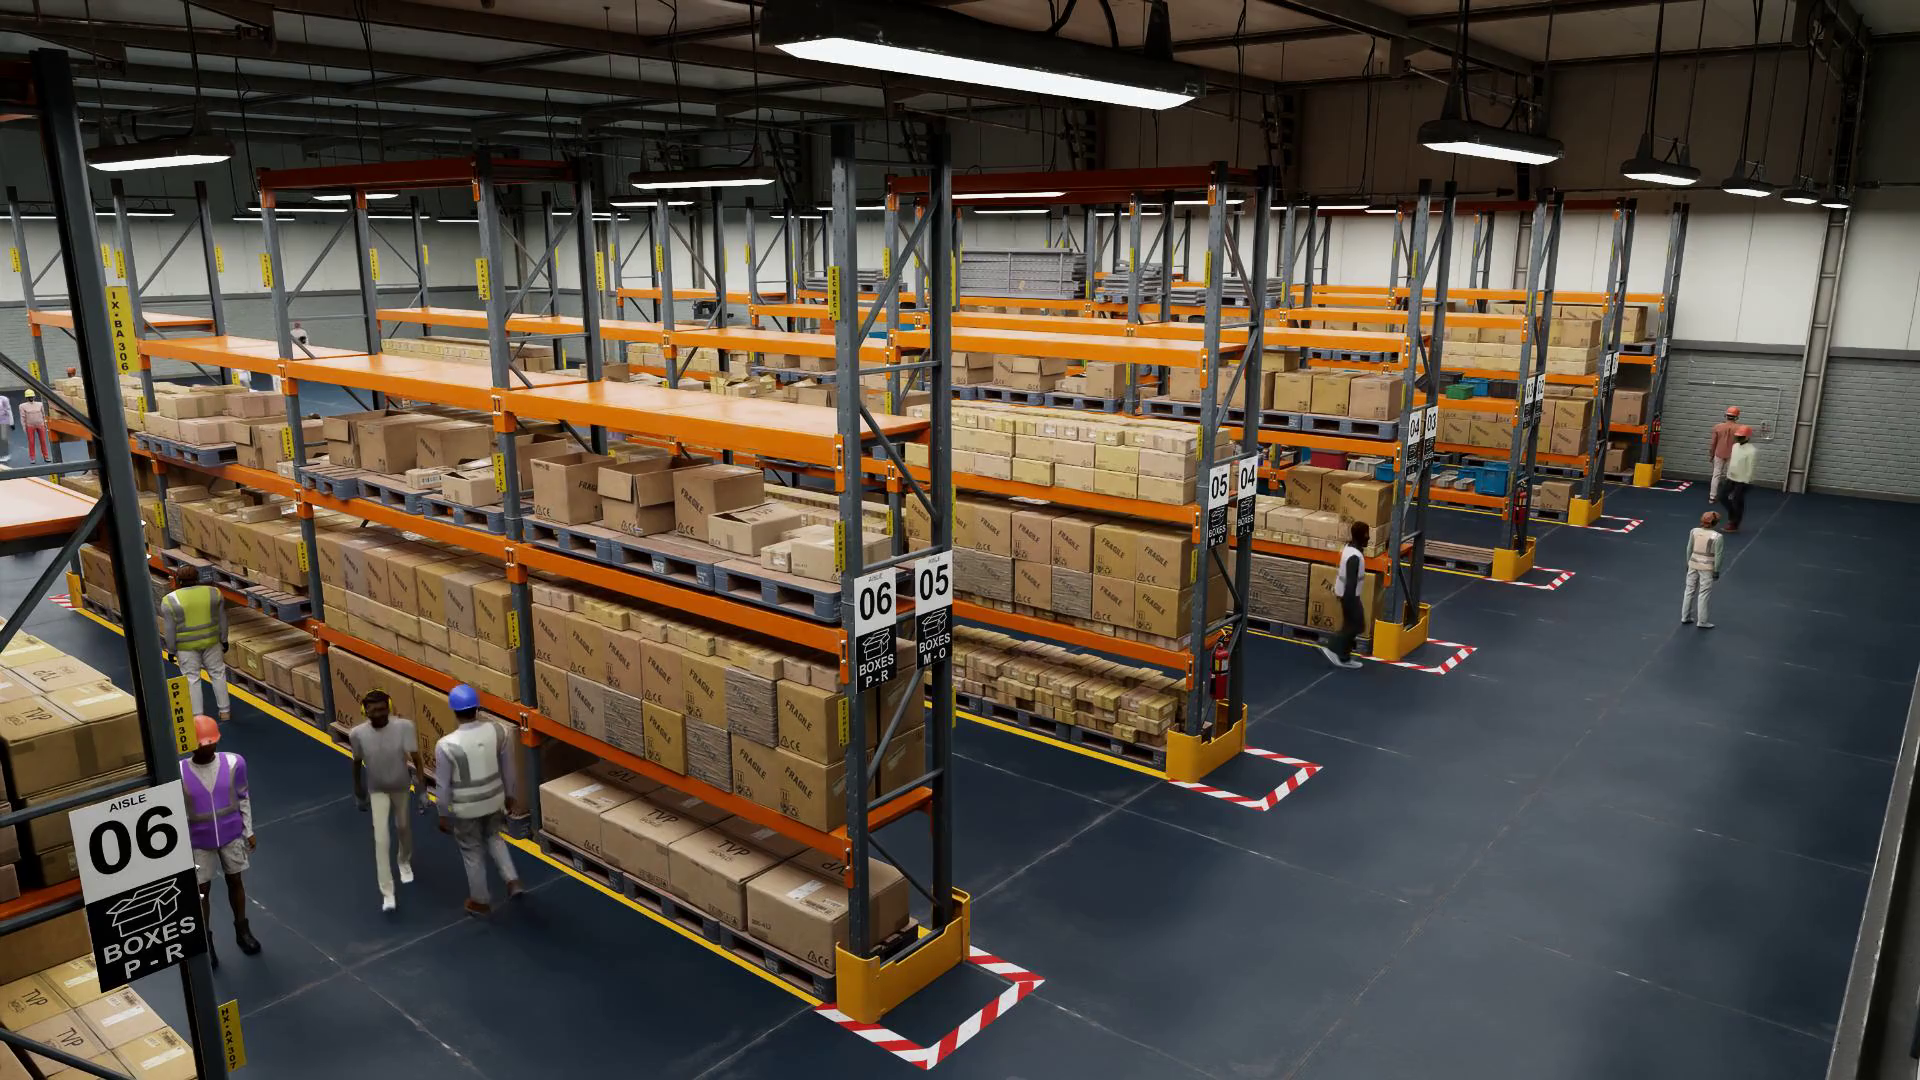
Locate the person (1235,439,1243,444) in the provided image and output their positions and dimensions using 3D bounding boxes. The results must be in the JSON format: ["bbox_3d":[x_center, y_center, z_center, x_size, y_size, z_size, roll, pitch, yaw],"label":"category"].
[{"bbox_3d":[6.927,-2.965,30.664,0.803,1.996,0.680,11,18,39],"label":"person"}]

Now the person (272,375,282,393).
[{"bbox_3d":[-20.381,-4.529,37.869,0.425,1.618,0.529,11,17,37],"label":"person"}]

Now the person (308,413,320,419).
[{"bbox_3d":[-13.059,-1.670,25.661,0.429,1.844,0.625,3,14,12],"label":"person"}]

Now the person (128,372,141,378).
[{"bbox_3d":[-24.012,-4.350,36.600,1.020,1.879,0.652,3,14,12],"label":"person"}]

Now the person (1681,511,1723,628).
[{"bbox_3d":[10.354,0.400,17.562,0.315,1.641,0.514,-5,15,-20],"label":"person"}]

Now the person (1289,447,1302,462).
[{"bbox_3d":[6.575,-1.262,24.048,0.782,1.819,0.632,11,17,38],"label":"person"}]

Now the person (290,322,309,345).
[{"bbox_3d":[-26.670,-7.840,50.906,0.641,1.909,0.409,-4,14,-15],"label":"person"}]

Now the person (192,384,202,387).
[{"bbox_3d":[-17.553,-2.629,29.315,1.061,1.997,0.613,1,14,3],"label":"person"}]

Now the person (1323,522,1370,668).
[{"bbox_3d":[4.924,0.692,15.825,0.439,1.905,0.591,3,14,12],"label":"person"}]

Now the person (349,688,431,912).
[{"bbox_3d":[-4.646,2.082,10.303,0.534,1.810,0.970,-7,15,-27],"label":"person"}]

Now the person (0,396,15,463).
[{"bbox_3d":[-23.064,-2.789,30.138,0.698,1.899,0.497,1,14,6],"label":"person"}]

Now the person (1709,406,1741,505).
[{"bbox_3d":[15.543,-1.714,25.521,0.609,1.995,0.376,11,17,38],"label":"person"}]

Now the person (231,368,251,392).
[{"bbox_3d":[-22.555,-5.079,39.544,0.536,1.912,0.481,-5,15,-21],"label":"person"}]

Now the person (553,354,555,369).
[{"bbox_3d":[-12.614,-4.844,38.810,0.939,1.805,0.517,0,14,1],"label":"person"}]

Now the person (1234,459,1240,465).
[{"bbox_3d":[4.379,-0.416,20.462,0.536,1.871,0.993,-8,16,-31],"label":"person"}]

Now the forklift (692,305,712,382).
[{"bbox_3d":[-9.511,-7.392,47.124,1.873,2.768,1.129,11,17,38],"label":"forklift"}]

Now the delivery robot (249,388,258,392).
[{"bbox_3d":[-23.199,-4.764,40.964,0.707,0.478,0.477,4,14,15],"label":"delivery robot"}]

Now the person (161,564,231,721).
[{"bbox_3d":[-8.487,1.161,14.017,0.429,1.842,0.635,12,18,41],"label":"person"}]

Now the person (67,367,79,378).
[{"bbox_3d":[-23.935,-3.746,34.116,0.356,1.883,0.573,-1,14,-5],"label":"person"}]

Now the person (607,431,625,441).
[{"bbox_3d":[-7.400,-2.131,27.420,0.646,1.911,0.434,5,15,20],"label":"person"}]

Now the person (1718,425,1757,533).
[{"bbox_3d":[14.266,-1.122,23.104,0.435,1.982,0.642,-1,14,-4],"label":"person"}]

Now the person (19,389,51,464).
[{"bbox_3d":[-22.156,-2.728,30.173,0.533,1.767,0.327,-13,19,-43],"label":"person"}]

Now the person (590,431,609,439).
[{"bbox_3d":[-8.047,-2.228,27.923,0.888,1.845,0.588,2,14,10],"label":"person"}]

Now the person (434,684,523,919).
[{"bbox_3d":[-3.844,2.088,10.021,0.496,1.934,0.620,10,17,36],"label":"person"}]

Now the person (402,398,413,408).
[{"bbox_3d":[-12.041,-2.175,27.604,0.651,1.906,0.403,-5,14,-19],"label":"person"}]

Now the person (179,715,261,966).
[{"bbox_3d":[-5.581,2.224,9.436,0.544,1.941,0.371,-12,18,-40],"label":"person"}]

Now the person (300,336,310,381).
[{"bbox_3d":[-24.390,-6.756,46.887,0.369,1.686,0.550,4,14,15],"label":"person"}]
